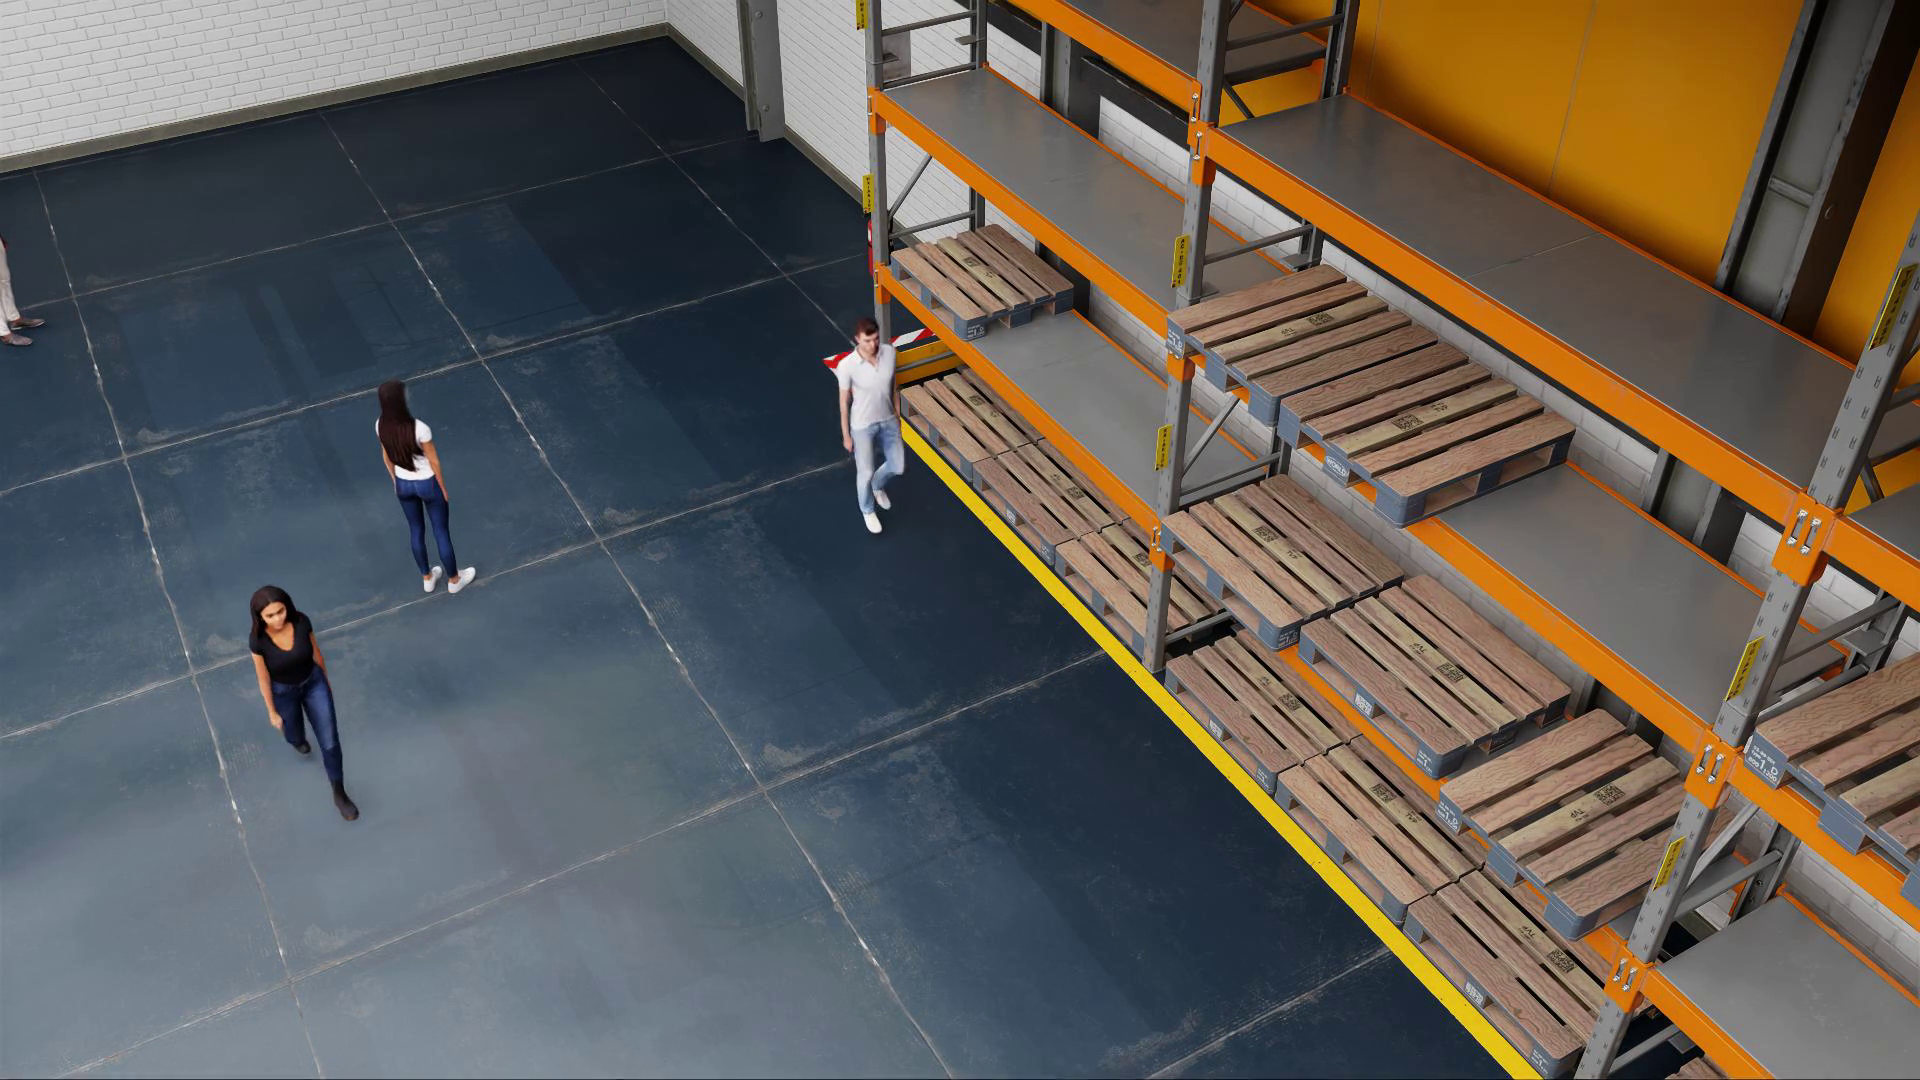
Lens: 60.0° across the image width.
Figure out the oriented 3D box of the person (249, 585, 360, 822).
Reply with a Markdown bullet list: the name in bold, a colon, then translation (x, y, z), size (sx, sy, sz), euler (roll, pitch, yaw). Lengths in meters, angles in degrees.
- **person**: translation (-4.122, 0.927, 10.294), size (0.674, 1.714, 1.105), euler (-27, 46, -29)

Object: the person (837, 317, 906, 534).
- **person**: translation (-0.694, -0.914, 12.502), size (0.658, 1.837, 0.666), euler (-20, 43, -23)

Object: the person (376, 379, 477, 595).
- **person**: translation (-3.856, -0.366, 11.865), size (0.658, 1.775, 0.720), euler (10, 40, 12)
